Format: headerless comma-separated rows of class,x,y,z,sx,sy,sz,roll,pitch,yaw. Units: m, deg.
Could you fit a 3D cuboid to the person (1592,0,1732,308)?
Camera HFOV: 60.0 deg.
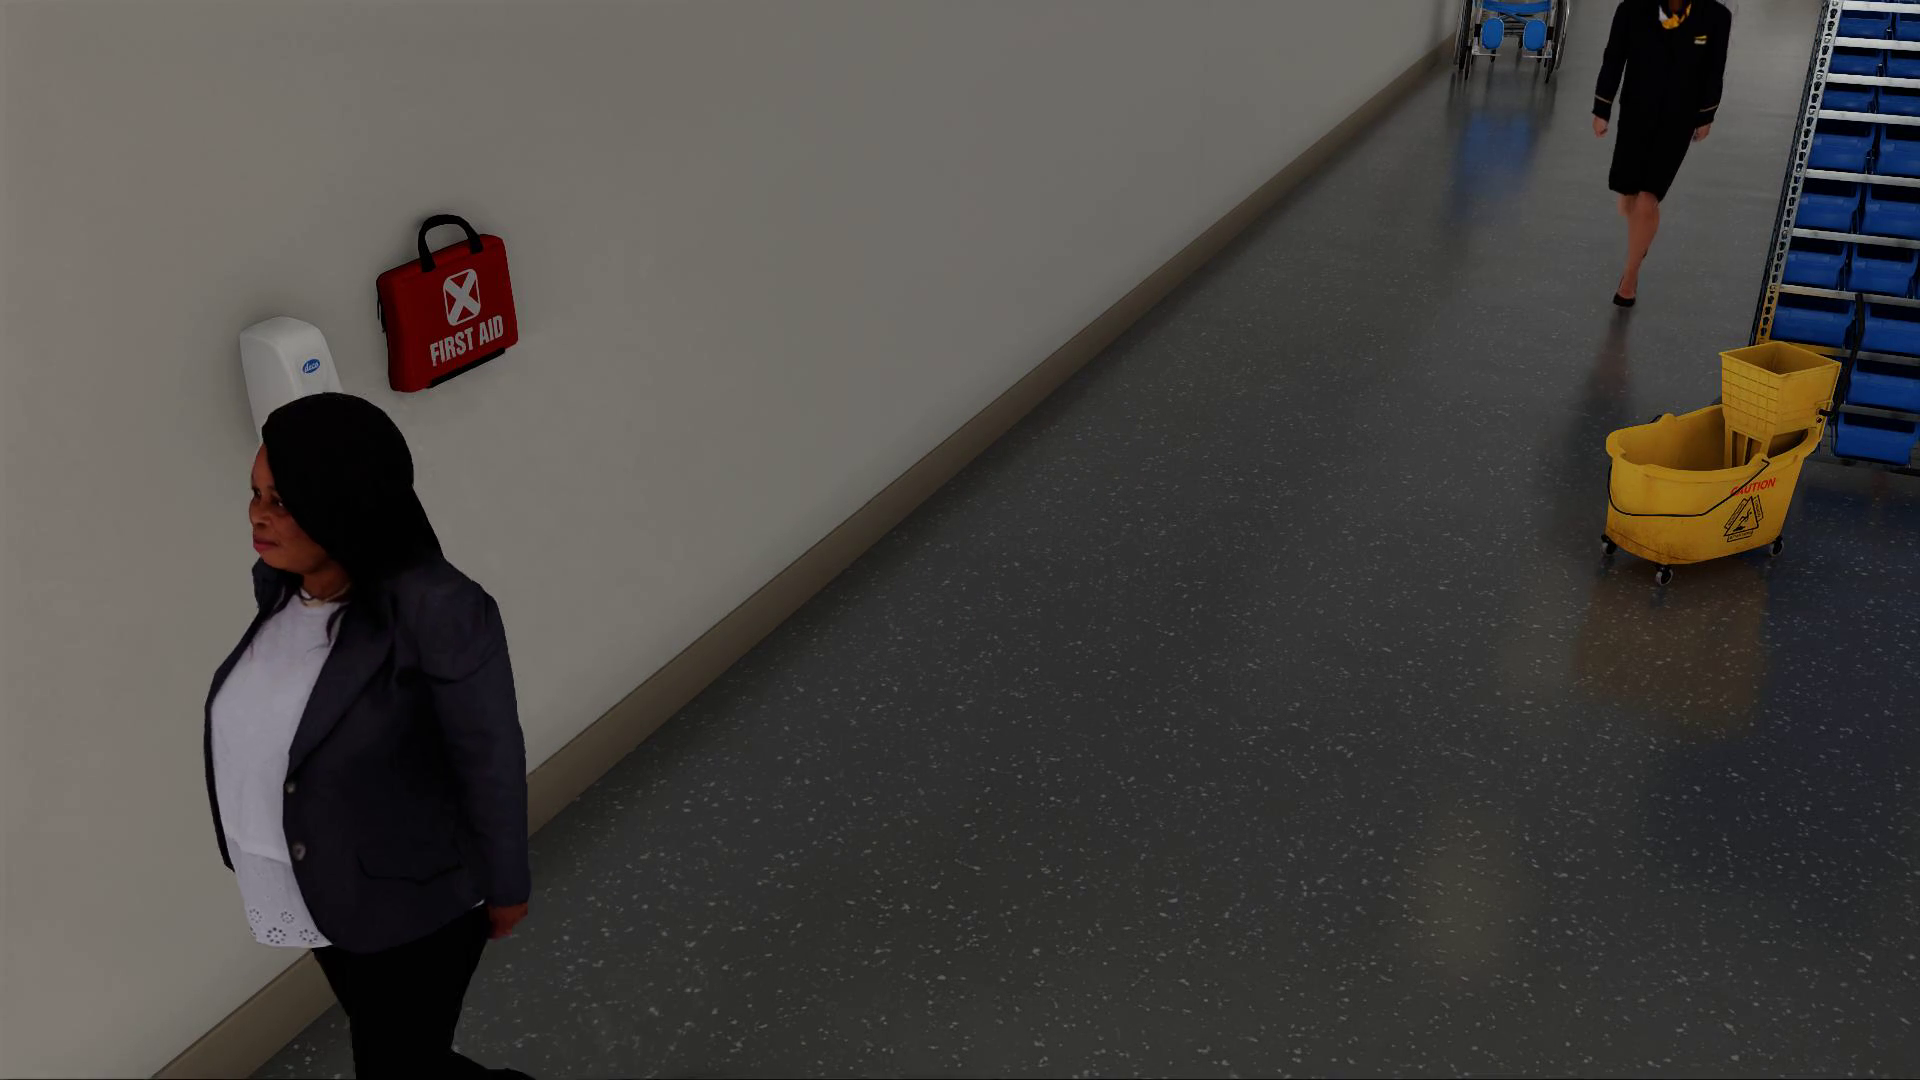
person,3.286,-1.963,7.836,0.971,1.645,0.789,14,29,27

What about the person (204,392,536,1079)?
person,-0.903,0.499,2.798,0.666,1.587,0.786,16,30,30
